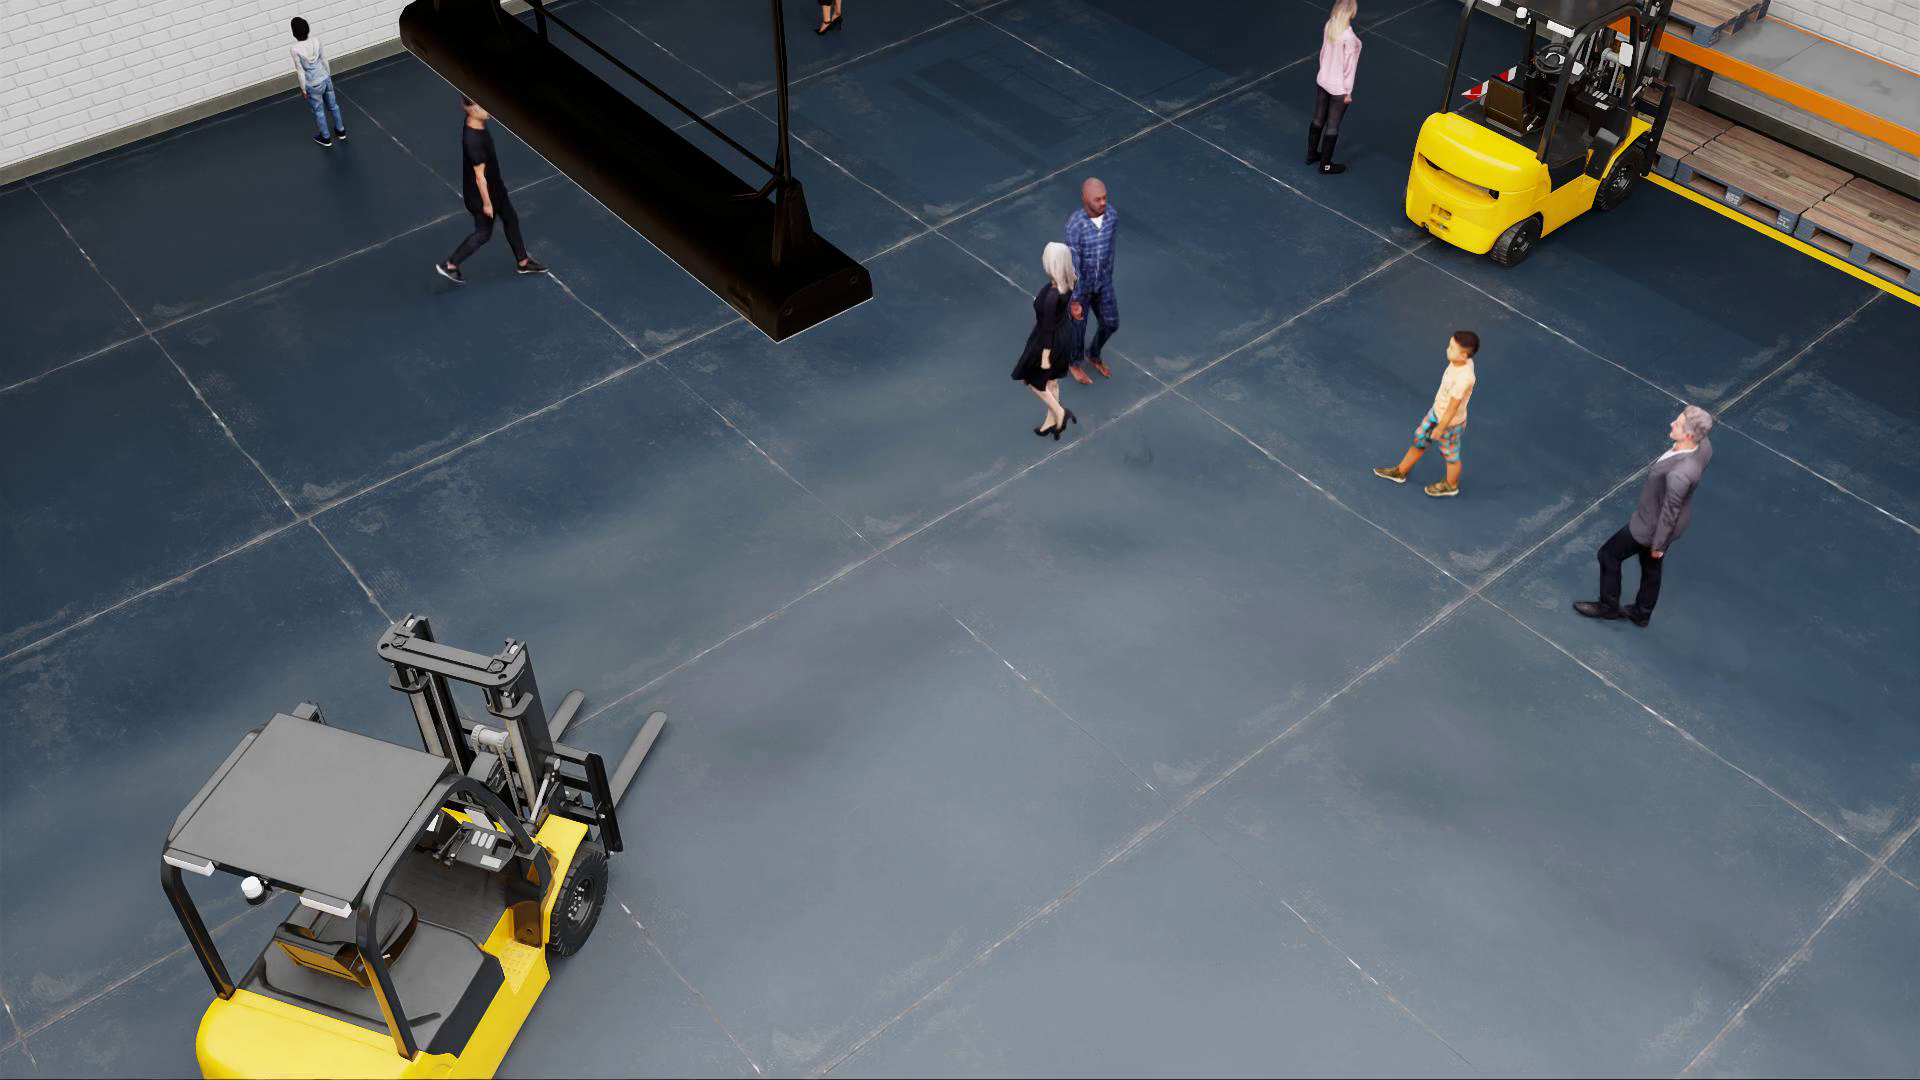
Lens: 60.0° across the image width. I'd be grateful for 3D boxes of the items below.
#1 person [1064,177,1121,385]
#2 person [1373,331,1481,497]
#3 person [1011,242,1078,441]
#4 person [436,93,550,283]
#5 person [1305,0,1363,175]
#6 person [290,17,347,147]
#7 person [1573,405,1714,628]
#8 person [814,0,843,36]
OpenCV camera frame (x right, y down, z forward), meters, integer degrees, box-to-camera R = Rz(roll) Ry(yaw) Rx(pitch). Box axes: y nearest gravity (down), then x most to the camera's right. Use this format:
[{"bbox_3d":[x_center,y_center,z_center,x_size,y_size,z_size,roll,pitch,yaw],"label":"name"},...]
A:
[{"bbox_3d":[0.936,-2.031,12.875,0.705,1.809,0.702,-23,48,-22],"label":"person"},{"bbox_3d":[3.580,-0.887,11.940,0.915,1.442,0.870,2,44,2],"label":"person"},{"bbox_3d":[0.754,-1.418,12.288,0.843,1.731,0.782,14,45,14],"label":"person"},{"bbox_3d":[-4.043,-2.907,13.779,1.157,1.830,1.217,-8,44,-8],"label":"person"},{"bbox_3d":[3.412,-4.164,15.202,0.718,1.688,0.576,-16,46,-16],"label":"person"},{"bbox_3d":[-6.084,-4.341,15.696,0.519,1.261,0.502,32,52,29],"label":"person"},{"bbox_3d":[4.618,-0.101,10.837,0.784,1.826,0.796,29,51,27],"label":"person"},{"bbox_3d":[-1.420,-6.107,17.118,0.616,1.857,0.665,24,49,23],"label":"person"}]
